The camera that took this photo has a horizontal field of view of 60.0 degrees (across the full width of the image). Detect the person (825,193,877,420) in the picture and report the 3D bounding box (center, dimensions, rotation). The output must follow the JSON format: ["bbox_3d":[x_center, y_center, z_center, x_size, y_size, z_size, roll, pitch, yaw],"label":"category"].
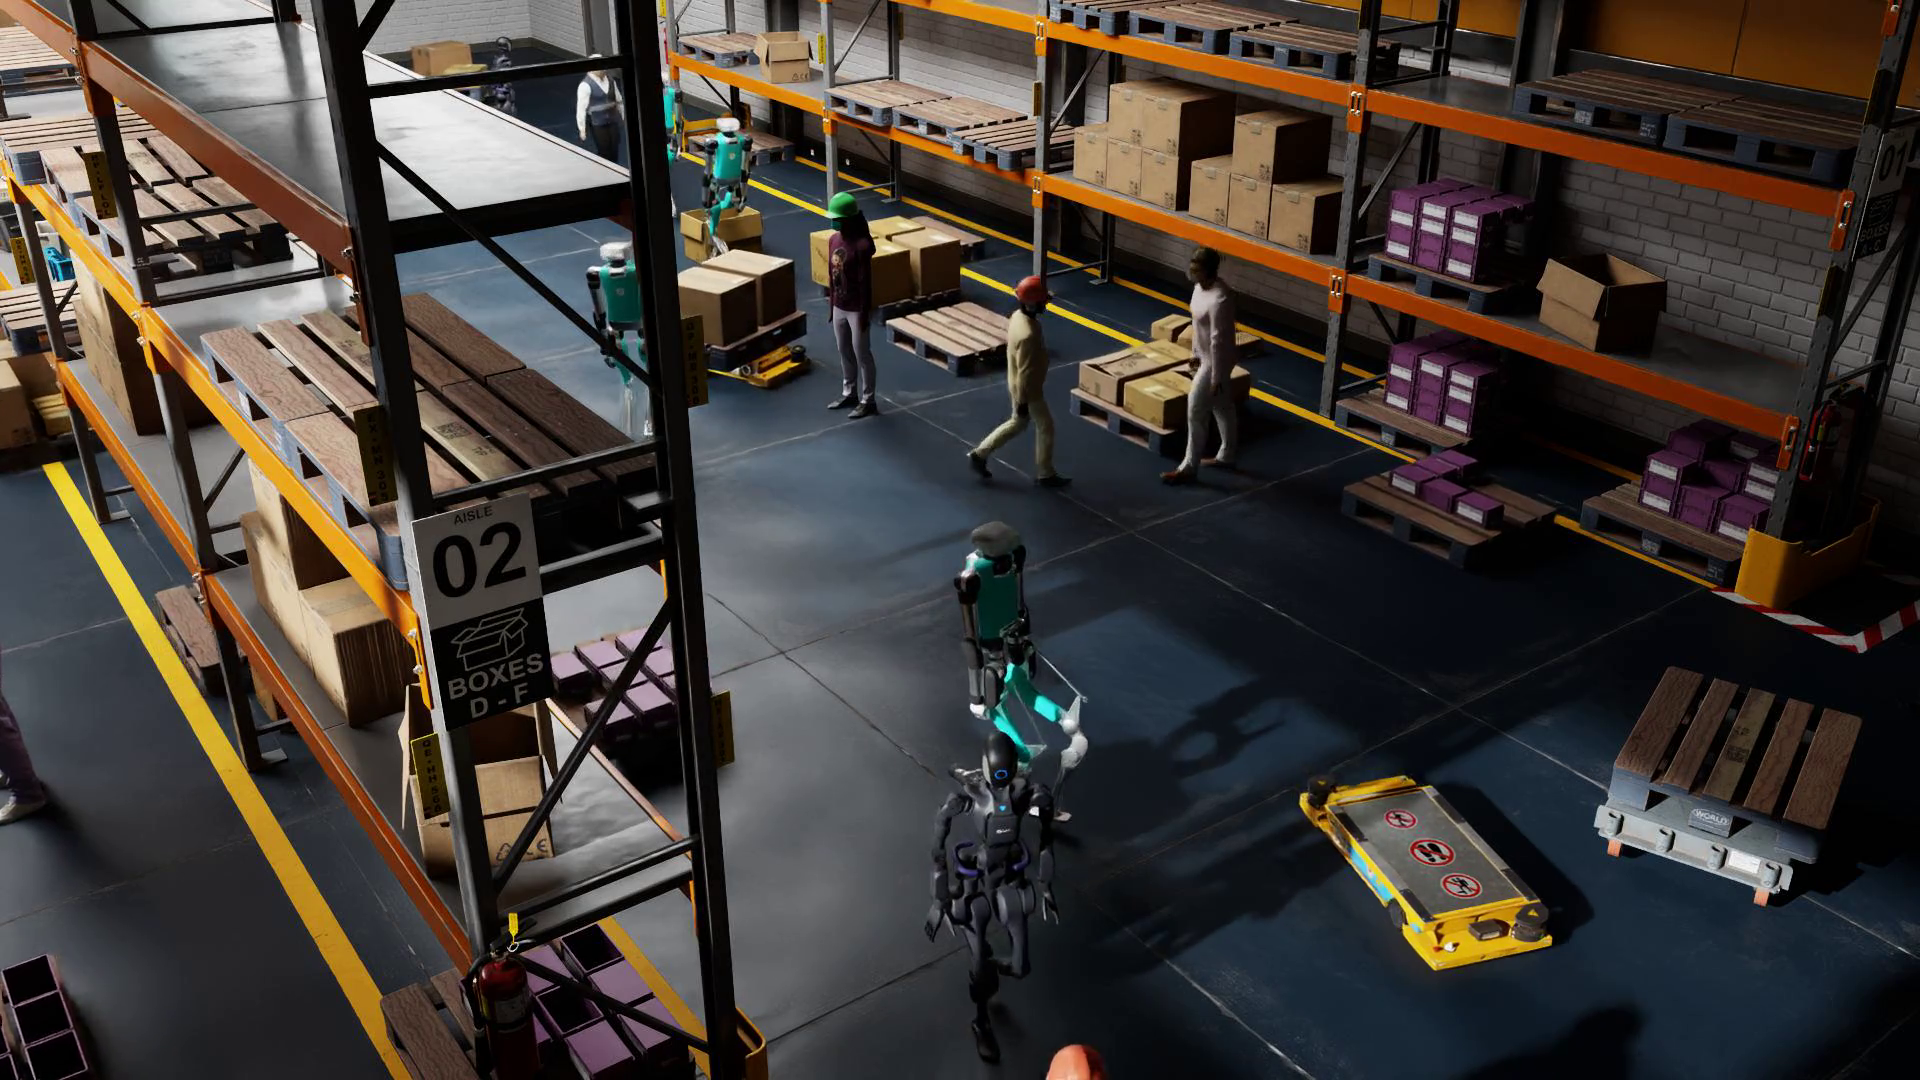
[{"bbox_3d":[-0.920,-1.988,14.088,0.482,1.944,0.431,23,35,38],"label":"person"}]

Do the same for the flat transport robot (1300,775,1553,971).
[{"bbox_3d":[2.395,1.669,8.669,0.659,0.231,1.431,-8,28,-15],"label":"flat transport robot"}]

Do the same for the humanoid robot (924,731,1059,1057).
[{"bbox_3d":[0.122,1.509,7.420,0.612,1.633,0.521,-7,27,-13],"label":"humanoid robot"}]

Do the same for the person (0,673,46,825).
[{"bbox_3d":[-5.380,0.634,8.929,0.405,1.895,0.660,-16,31,-29],"label":"person"}]

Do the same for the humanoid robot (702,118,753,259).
[{"bbox_3d":[-2.577,-3.676,17.691,0.550,1.716,1.002,-16,31,-29],"label":"humanoid robot"}]

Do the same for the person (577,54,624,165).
[{"bbox_3d":[-4.400,-5.128,20.546,0.467,1.745,0.774,19,32,33],"label":"person"}]

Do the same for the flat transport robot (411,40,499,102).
[{"bbox_3d":[-7.684,-6.612,25.139,0.659,0.231,1.431,1,27,2],"label":"flat transport robot"}]

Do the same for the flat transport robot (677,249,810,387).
[{"bbox_3d":[-2.158,-1.724,15.417,1.431,0.231,0.659,15,31,28],"label":"flat transport robot"}]

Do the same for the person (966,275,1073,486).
[{"bbox_3d":[0.469,-1.210,12.768,0.772,1.711,0.556,-3,27,-6],"label":"person"}]

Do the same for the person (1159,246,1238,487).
[{"bbox_3d":[1.910,-1.351,12.870,0.678,1.906,0.635,1,27,1],"label":"person"}]

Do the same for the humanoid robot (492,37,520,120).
[{"bbox_3d":[-6.040,-5.858,22.130,0.785,1.624,0.600,-15,30,-27],"label":"humanoid robot"}]

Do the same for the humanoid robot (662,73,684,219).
[{"bbox_3d":[-3.585,-4.699,19.743,0.543,1.750,1.043,-12,29,-22],"label":"humanoid robot"}]

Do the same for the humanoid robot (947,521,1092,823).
[{"bbox_3d":[0.354,0.766,8.831,1.010,1.738,0.530,18,32,31],"label":"humanoid robot"}]

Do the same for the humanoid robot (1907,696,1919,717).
[{"bbox_3d":[6.071,0.435,9.605,0.749,1.638,0.596,17,31,30],"label":"humanoid robot"}]

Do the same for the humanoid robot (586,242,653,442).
[{"bbox_3d":[-2.682,-1.639,13.639,0.577,1.786,0.799,-1,27,-2],"label":"humanoid robot"}]

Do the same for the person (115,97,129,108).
[{"bbox_3d":[-10.692,-5.508,21.025,0.611,1.995,0.389,6,27,11],"label":"person"}]

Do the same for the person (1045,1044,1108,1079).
[{"bbox_3d":[0.360,2.354,5.674,0.556,1.731,0.461,-8,28,-16],"label":"person"}]
